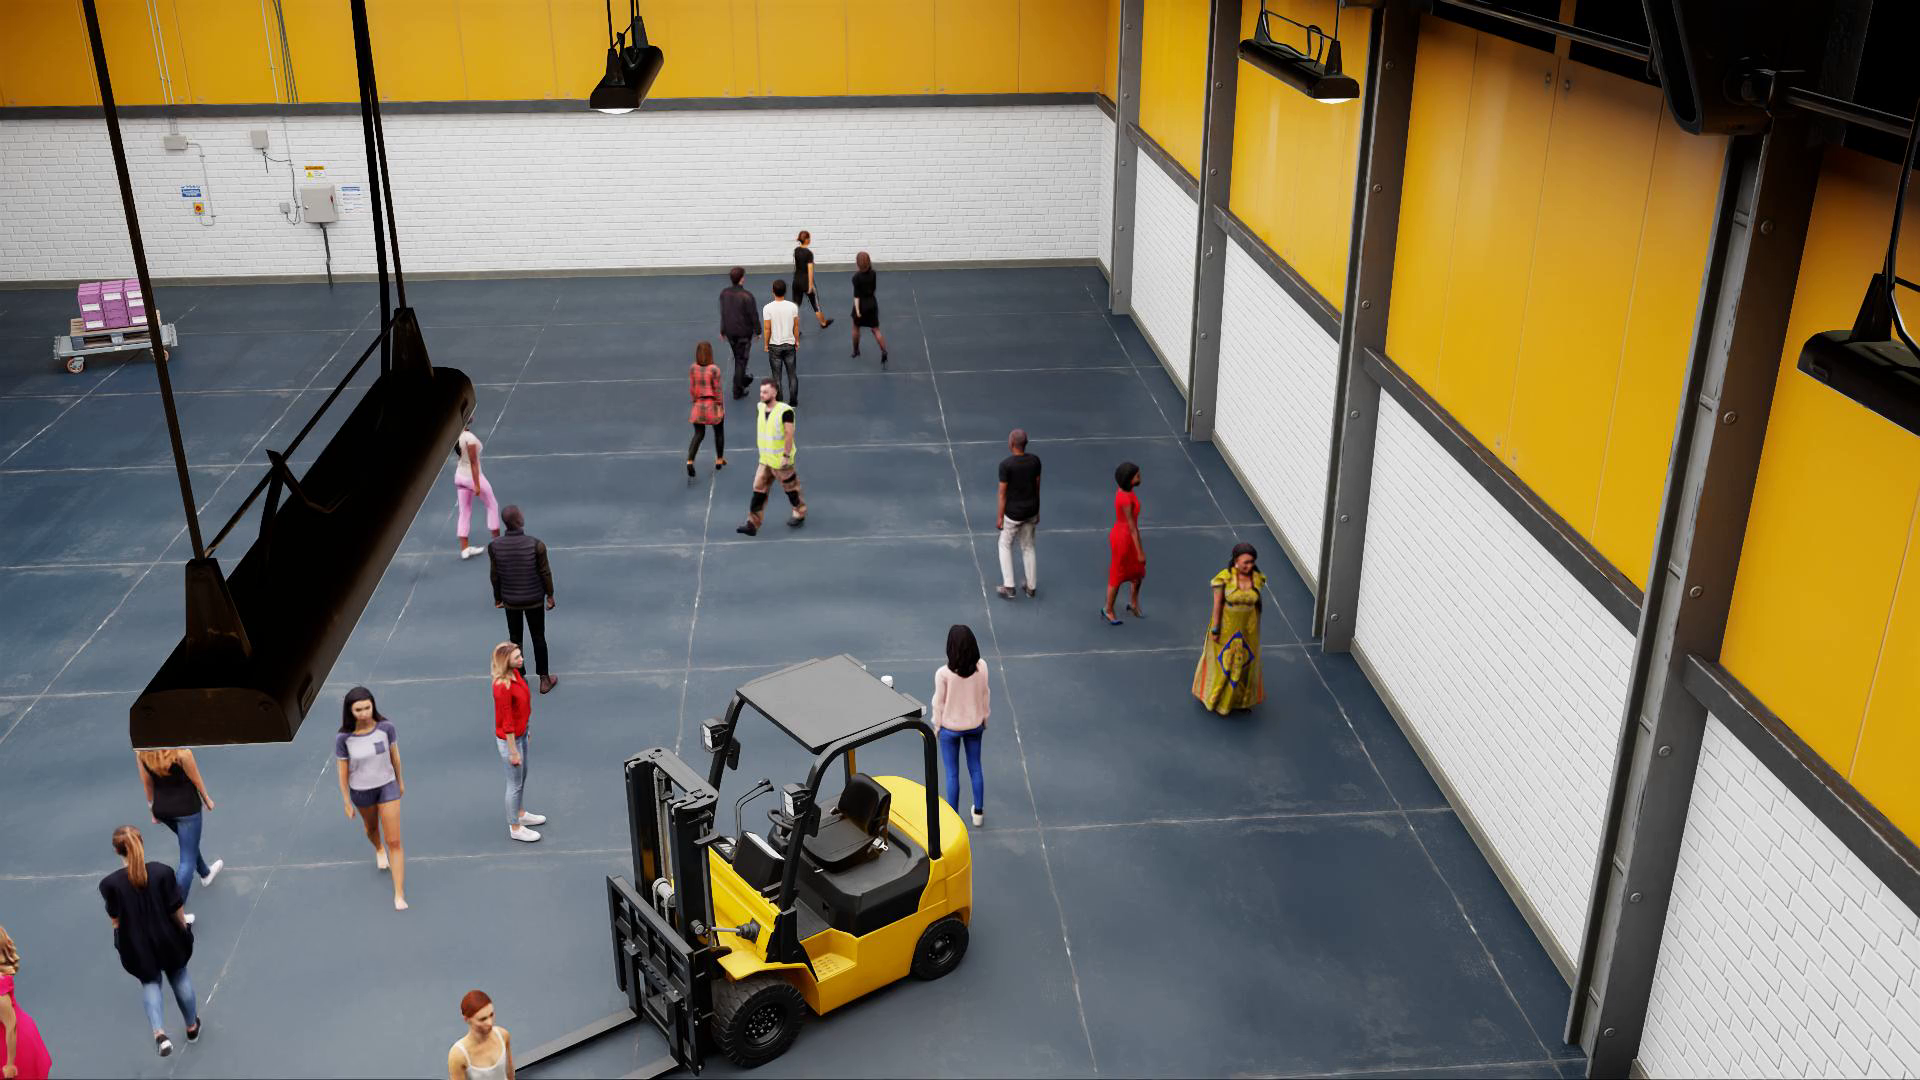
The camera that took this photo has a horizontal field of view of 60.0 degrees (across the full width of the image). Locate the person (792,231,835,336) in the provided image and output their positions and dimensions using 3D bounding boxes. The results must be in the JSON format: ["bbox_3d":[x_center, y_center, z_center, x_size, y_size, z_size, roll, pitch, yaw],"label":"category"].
[{"bbox_3d":[-2.472,-3.924,25.698,1.026,1.623,1.122,17,29,33],"label":"person"}]

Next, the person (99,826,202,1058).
[{"bbox_3d":[-5.190,2.622,10.668,0.746,1.668,0.889,-7,25,-15],"label":"person"}]

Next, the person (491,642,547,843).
[{"bbox_3d":[-3.496,1.558,13.055,0.684,1.704,0.435,-1,24,-2],"label":"person"}]

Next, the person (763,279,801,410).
[{"bbox_3d":[-2.414,-2.646,22.547,0.684,1.804,0.618,-8,25,-18],"label":"person"}]

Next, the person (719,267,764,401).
[{"bbox_3d":[-3.097,-2.823,22.943,1.011,1.811,1.115,11,26,24],"label":"person"}]

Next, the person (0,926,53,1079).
[{"bbox_3d":[-5.578,2.959,9.822,0.713,1.728,0.610,-14,27,-28],"label":"person"}]

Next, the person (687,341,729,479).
[{"bbox_3d":[-3.115,-1.550,20.203,0.926,1.675,1.151,9,25,19],"label":"person"}]

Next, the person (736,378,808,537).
[{"bbox_3d":[-2.002,-0.931,18.652,1.134,1.783,1.280,14,27,29],"label":"person"}]

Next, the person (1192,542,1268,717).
[{"bbox_3d":[2.440,0.776,14.907,0.882,1.655,0.843,-8,25,-17],"label":"person"}]

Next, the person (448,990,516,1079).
[{"bbox_3d":[-2.699,3.214,9.365,0.965,1.626,0.875,21,31,39],"label":"person"}]

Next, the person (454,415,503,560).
[{"bbox_3d":[-5.369,-0.604,17.978,0.911,1.723,0.968,19,30,37],"label":"person"}]

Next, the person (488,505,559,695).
[{"bbox_3d":[-4.003,0.541,15.219,0.706,1.835,0.554,-1,24,-2],"label":"person"}]

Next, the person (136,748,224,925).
[{"bbox_3d":[-5.695,2.014,12.038,0.788,1.684,1.158,5,24,10],"label":"person"}]

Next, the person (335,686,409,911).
[{"bbox_3d":[-4.387,1.853,12.418,0.880,1.674,1.234,-11,26,-23],"label":"person"}]

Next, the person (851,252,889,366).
[{"bbox_3d":[-1.313,-3.355,24.345,0.946,1.664,1.156,-16,28,-32],"label":"person"}]

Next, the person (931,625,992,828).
[{"bbox_3d":[0.011,1.483,13.147,0.701,1.768,0.635,-8,25,-18],"label":"person"}]

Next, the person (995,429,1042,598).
[{"bbox_3d":[0.621,-0.252,17.092,0.771,1.788,0.779,-13,27,-28],"label":"person"}]

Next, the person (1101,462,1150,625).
[{"bbox_3d":[1.539,0.054,16.463,0.730,1.731,0.703,3,24,7],"label":"person"}]
